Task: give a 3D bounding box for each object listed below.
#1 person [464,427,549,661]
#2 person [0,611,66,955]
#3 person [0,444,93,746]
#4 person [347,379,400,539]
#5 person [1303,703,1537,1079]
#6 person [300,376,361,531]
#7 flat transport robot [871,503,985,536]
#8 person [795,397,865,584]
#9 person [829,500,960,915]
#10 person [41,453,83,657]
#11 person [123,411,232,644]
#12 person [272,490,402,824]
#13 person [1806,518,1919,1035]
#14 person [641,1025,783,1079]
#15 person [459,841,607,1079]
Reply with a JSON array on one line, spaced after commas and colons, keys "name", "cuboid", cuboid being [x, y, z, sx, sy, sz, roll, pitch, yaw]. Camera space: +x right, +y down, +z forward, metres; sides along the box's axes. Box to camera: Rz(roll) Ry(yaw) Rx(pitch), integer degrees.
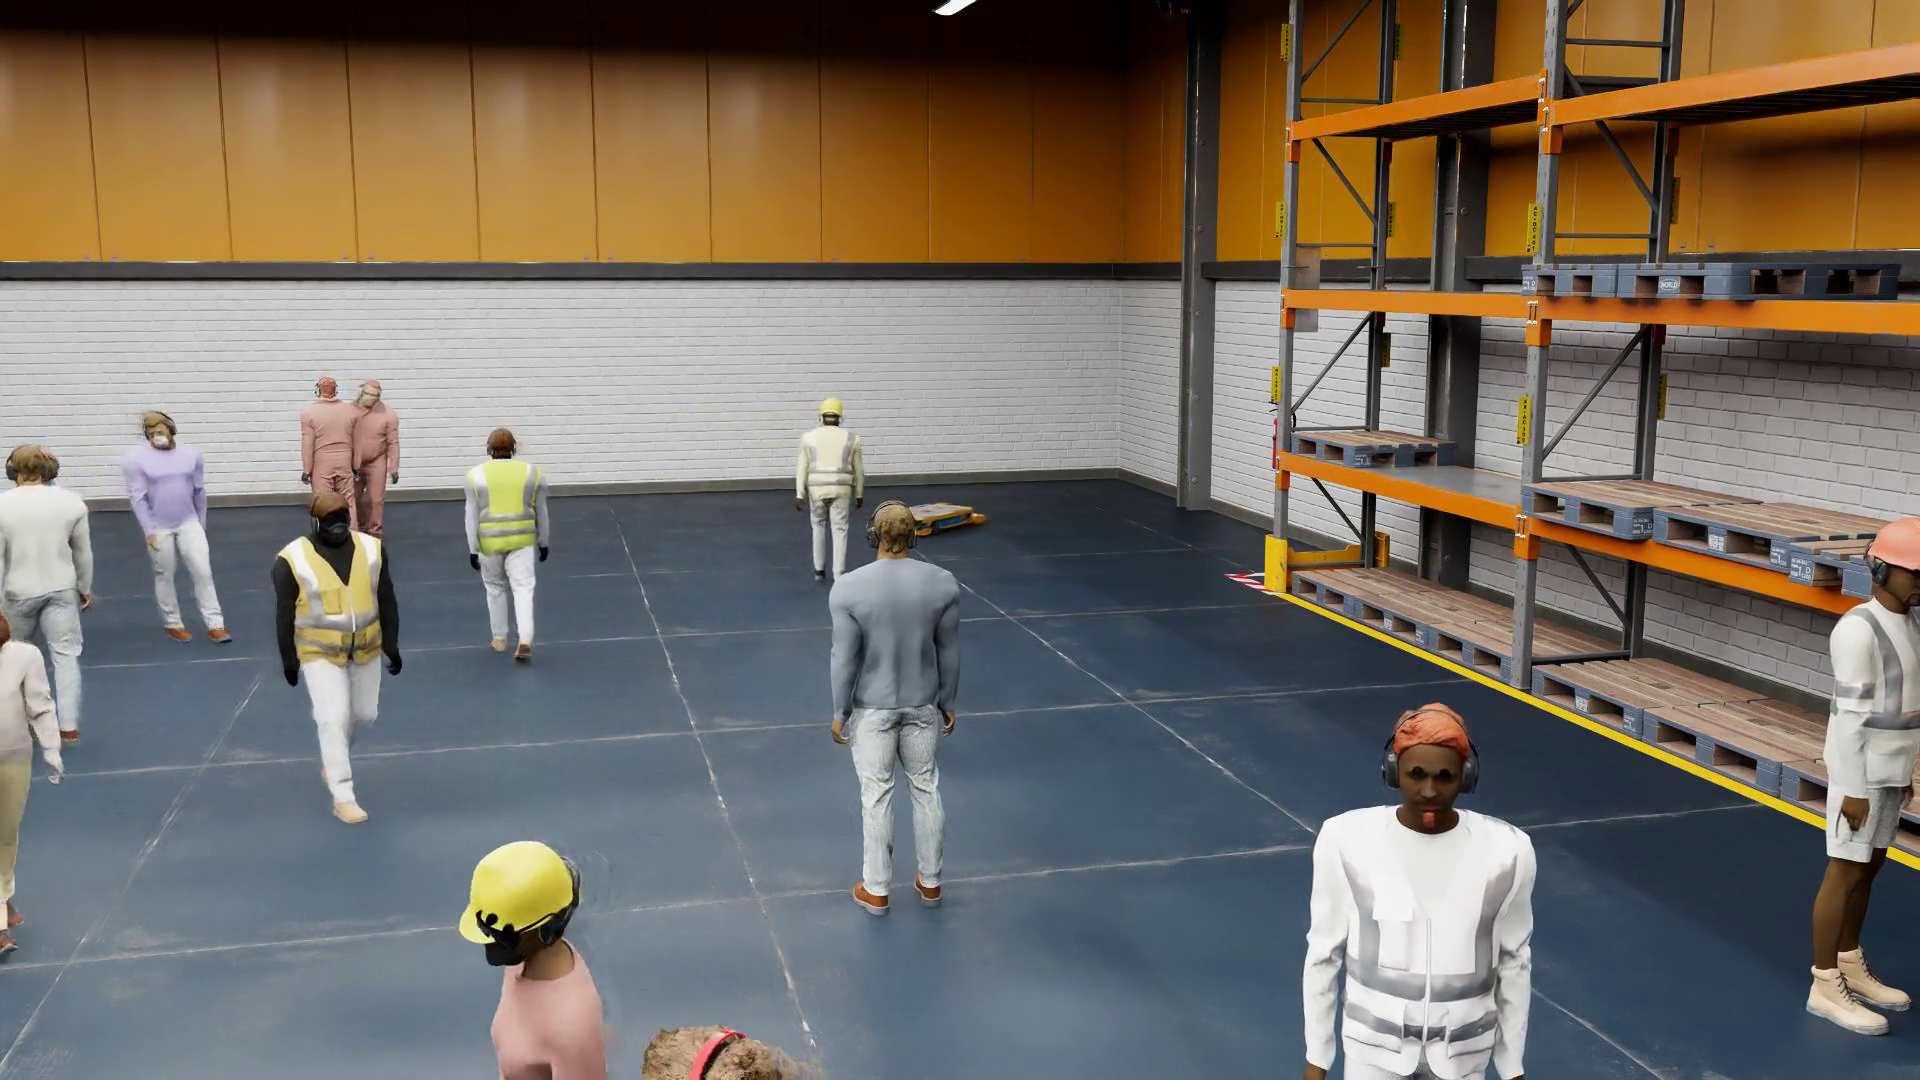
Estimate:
[{"name": "person", "cuboid": [-3.498, 0.027, 12.901, 0.634, 1.808, 0.900, -3, 10, -21]}, {"name": "person", "cuboid": [-4.255, 1.020, 7.367, 0.844, 1.589, 0.506, 9, 13, 44]}, {"name": "person", "cuboid": [-5.923, 0.335, 10.656, 0.666, 1.896, 0.934, -9, 13, -43]}, {"name": "person", "cuboid": [-6.383, -0.818, 17.974, 0.691, 1.867, 0.606, -1, 9, -6]}, {"name": "person", "cuboid": [1.199, 1.348, 4.391, 0.584, 1.883, 0.339, 1, 9, 8]}, {"name": "person", "cuboid": [-6.665, -0.779, 17.600, 0.407, 1.906, 0.655, 9, 13, 43]}, {"name": "flat transport robot", "cuboid": [-0.367, -0.249, 19.384, 0.652, 0.197, 1.431, 6, 11, 33]}, {"name": "person", "cuboid": [-1.245, -0.467, 16.005, 0.656, 1.794, 0.820, -1, 9, -3]}, {"name": "person", "cuboid": [-0.304, 0.779, 7.776, 0.635, 1.937, 0.355, -3, 10, -20]}, {"name": "person", "cuboid": [-7.115, 0.106, 13.005, 0.646, 1.608, 0.329, 8, 12, 41]}, {"name": "person", "cuboid": [-6.234, -0.070, 13.213, 0.629, 1.891, 0.879, -8, 12, -41]}, {"name": "person", "cuboid": [-3.479, 0.606, 9.258, 0.623, 1.817, 0.783, -9, 12, -43]}, {"name": "person", "cuboid": [3.661, 0.917, 6.609, 0.605, 2.038, 0.394, -8, 12, -42]}, {"name": "person", "cuboid": [-0.255, 1.668, 2.681, 0.973, 1.803, 0.576, 5, 10, 26]}, {"name": "person", "cuboid": [-0.875, 1.499, 3.963, 0.863, 1.722, 0.526, -4, 10, -21]}]
